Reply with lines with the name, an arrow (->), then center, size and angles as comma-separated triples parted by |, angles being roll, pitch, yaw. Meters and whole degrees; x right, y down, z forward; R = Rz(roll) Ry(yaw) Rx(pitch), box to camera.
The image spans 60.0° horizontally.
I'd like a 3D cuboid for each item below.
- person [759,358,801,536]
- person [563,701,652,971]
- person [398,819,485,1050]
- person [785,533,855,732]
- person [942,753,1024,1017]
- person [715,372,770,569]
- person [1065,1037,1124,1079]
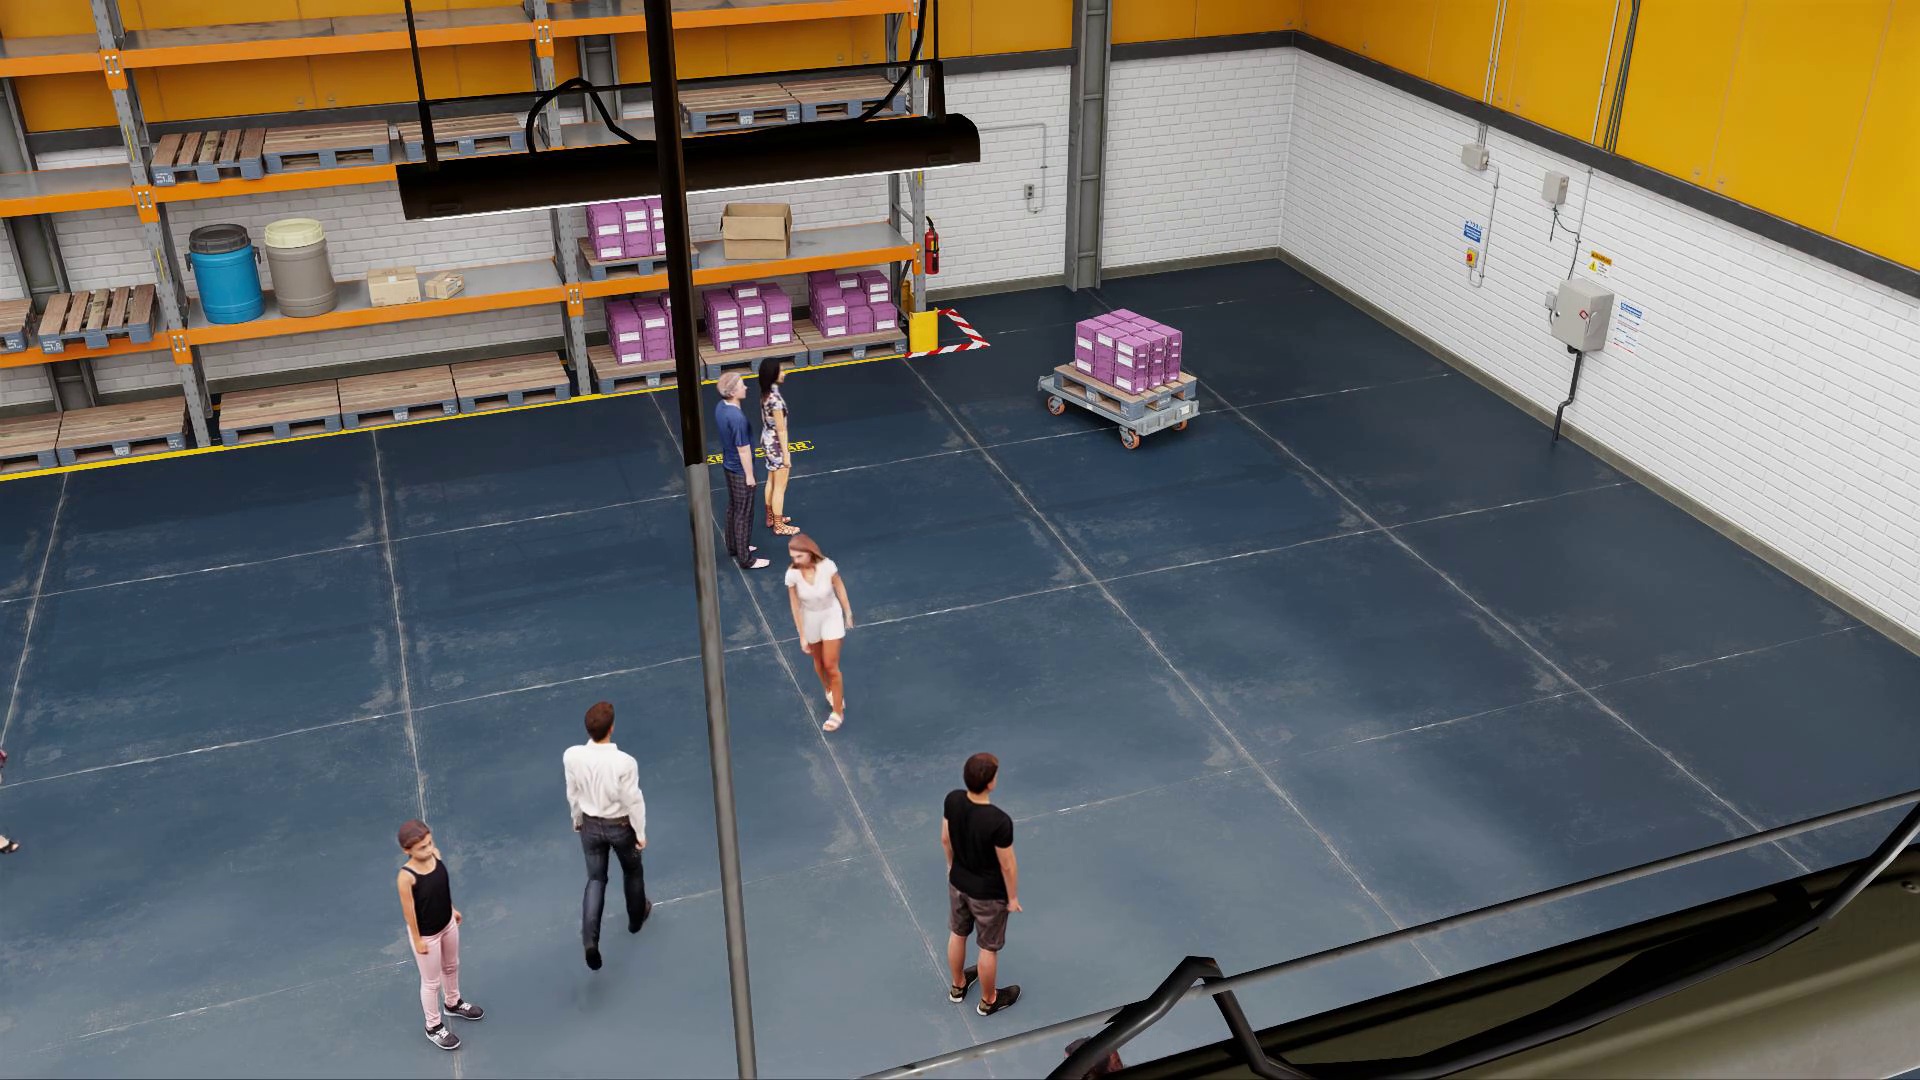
person -> -1.724, -0.880, 15.562 | 0.499, 1.732, 0.608 | -11, 31, -20
person -> -2.230, 1.863, 10.410 | 1.099, 1.850, 1.022 | 4, 29, 7
person -> -3.136, 2.305, 9.898 | 0.669, 1.564, 0.617 | 11, 30, 19
person -> -1.053, 0.630, 12.885 | 0.884, 1.646, 0.878 | -6, 29, -11
person -> 0.100, 2.062, 10.035 | 0.772, 1.861, 0.771 | 20, 35, 33
person -> -1.993, -0.641, 14.979 | 0.575, 1.872, 0.681 | -13, 31, -23
person -> 0.679, 3.137, 8.233 | 0.826, 1.698, 0.606 | -7, 29, -13
